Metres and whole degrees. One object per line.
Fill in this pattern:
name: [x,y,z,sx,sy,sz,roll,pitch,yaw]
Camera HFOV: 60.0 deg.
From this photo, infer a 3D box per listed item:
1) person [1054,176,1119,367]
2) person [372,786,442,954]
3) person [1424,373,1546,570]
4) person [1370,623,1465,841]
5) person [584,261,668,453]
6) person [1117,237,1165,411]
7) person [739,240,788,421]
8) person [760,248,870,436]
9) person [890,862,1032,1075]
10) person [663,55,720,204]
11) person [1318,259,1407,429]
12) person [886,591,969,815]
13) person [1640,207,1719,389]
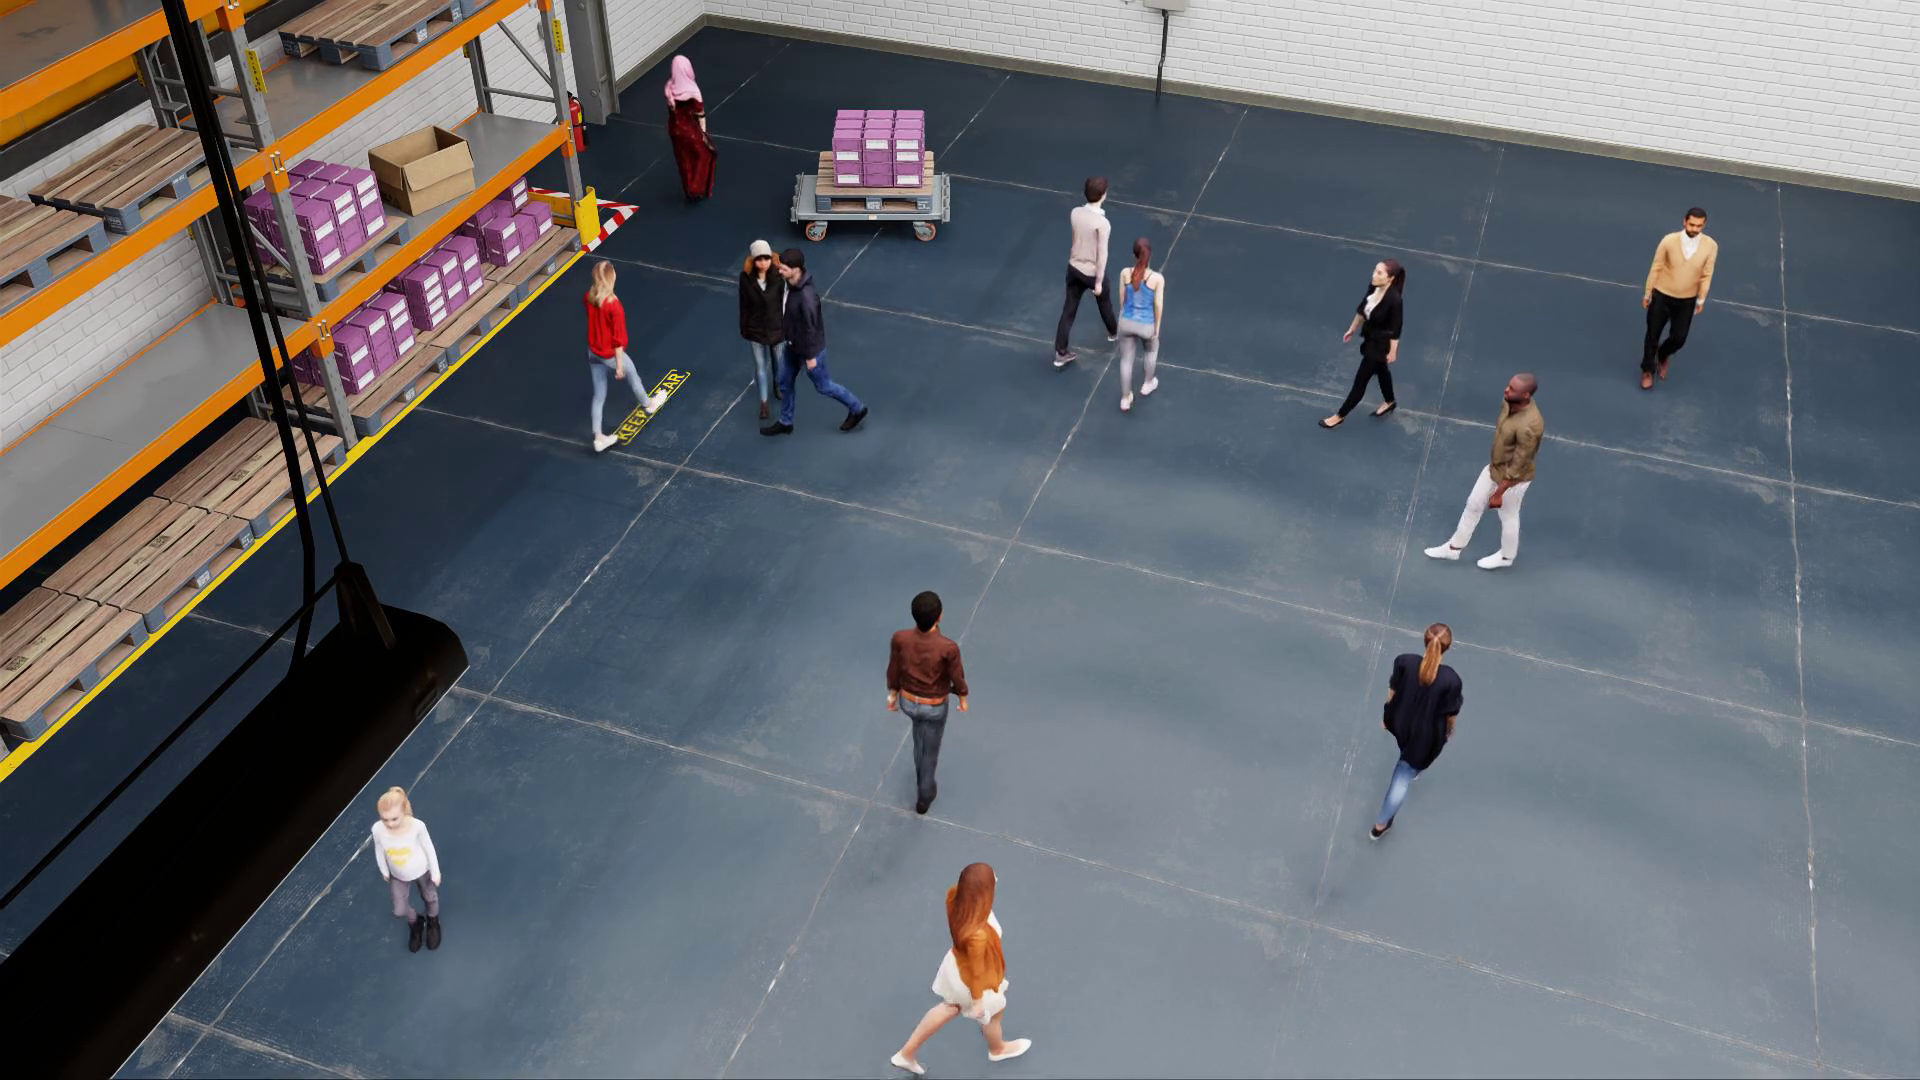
person: [1.089,-2.381,15.031,1.271,1.766,0.986,-32,48,-34]
person: [-3.305,1.935,10.022,0.595,1.274,0.633,-5,39,-6]
person: [4.240,-0.502,12.649,1.030,1.804,1.020,-3,39,-4]
person: [2.861,1.258,10.580,0.858,1.636,1.161,26,45,28]
person: [-3.018,-1.498,14.014,0.787,1.657,1.164,23,44,26]
person: [1.530,-1.838,14.496,0.568,1.587,0.740,11,40,13]
person: [-1.686,-1.912,14.572,0.911,1.608,1.056,-5,39,-7]
person: [-1.198,-1.652,14.058,1.228,1.842,1.218,-13,41,-16]
person: [-0.028,2.402,9.103,1.108,1.692,1.080,-14,41,-17]
person: [-2.909,-4.301,17.535,0.648,1.643,0.611,14,41,17]
person: [3.661,-1.687,14.280,1.025,1.620,1.066,-9,39,-11]
person: [-0.251,1.099,10.676,0.669,1.764,0.675,11,40,14]
person: [6.363,-2.196,14.814,0.664,1.749,0.685,12,40,14]
